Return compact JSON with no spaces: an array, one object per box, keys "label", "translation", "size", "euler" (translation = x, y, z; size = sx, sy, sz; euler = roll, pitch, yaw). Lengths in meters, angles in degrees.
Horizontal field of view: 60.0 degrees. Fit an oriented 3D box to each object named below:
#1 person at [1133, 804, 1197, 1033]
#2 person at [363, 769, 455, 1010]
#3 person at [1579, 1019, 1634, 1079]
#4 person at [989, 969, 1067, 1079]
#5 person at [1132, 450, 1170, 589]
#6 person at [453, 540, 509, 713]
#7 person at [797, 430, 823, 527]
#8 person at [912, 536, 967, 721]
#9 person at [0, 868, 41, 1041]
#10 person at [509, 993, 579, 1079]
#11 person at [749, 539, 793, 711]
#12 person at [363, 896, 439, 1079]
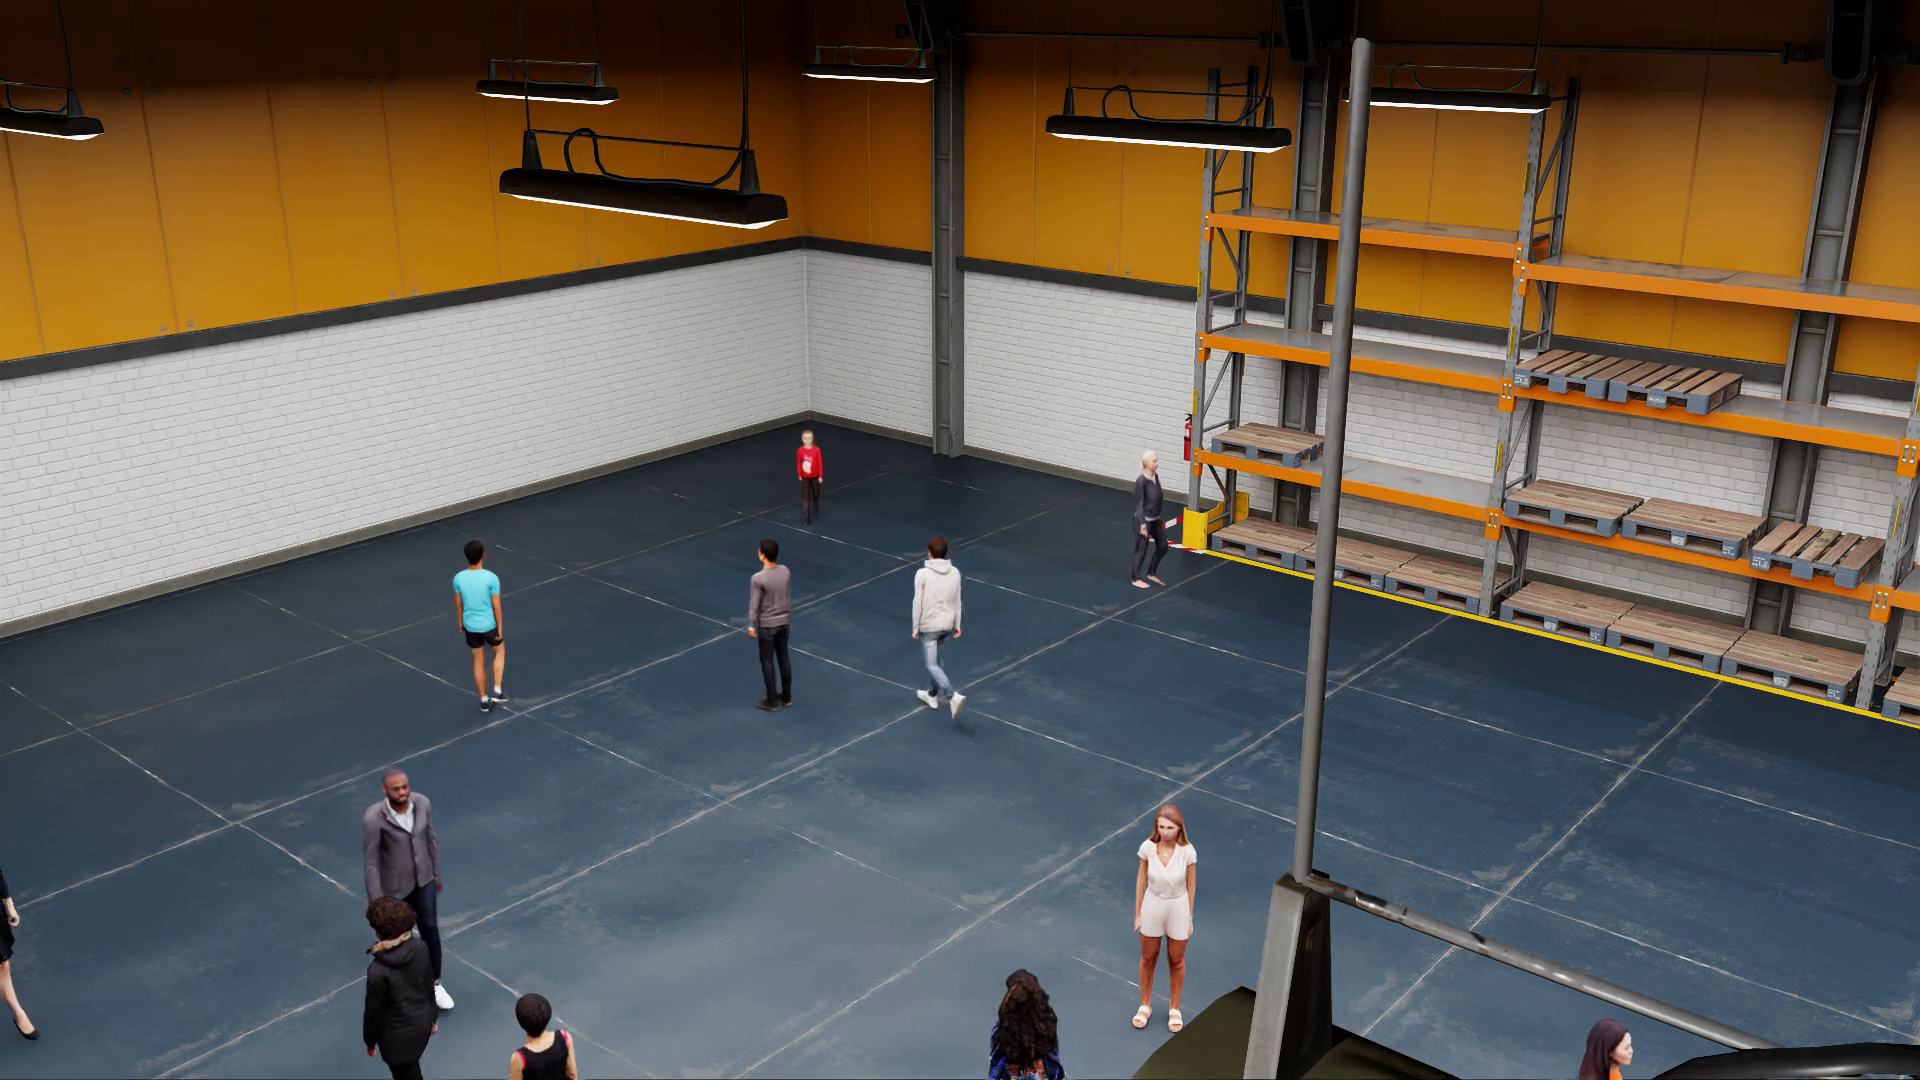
[{"label":"person","translation":[1.427,2.595,11.548],"size":[0.627,1.697,0.720],"euler":[4,19,12]},{"label":"person","translation":[-3.992,2.437,11.869],"size":[0.805,1.792,1.131],"euler":[-17,25,-40]},{"label":"person","translation":[3.369,3.397,9.154],"size":[1.129,1.706,0.770],"euler":[10,21,27]},{"label":"person","translation":[0.393,3.268,9.712],"size":[0.975,1.594,1.104],"euler":[-4,19,-13]},{"label":"person","translation":[2.194,-0.268,20.025],"size":[0.590,1.713,0.626],"euler":[15,23,37]},{"label":"person","translation":[-4.774,0.890,16.508],"size":[0.720,1.762,0.784],"euler":[-1,19,-3]},{"label":"person","translation":[-2.016,-0.874,22.522],"size":[0.825,1.267,0.863],"euler":[-1,19,-2]},{"label":"person","translation":[-0.196,0.888,16.403],"size":[0.873,1.834,1.202],"euler":[-12,22,-31]},{"label":"person","translation":[-6.801,2.620,11.457],"size":[1.193,1.707,0.857],"euler":[6,20,17]},{"label":"person","translation":[-2.362,3.337,9.603],"size":[0.629,1.533,0.884],"euler":[-16,24,-39]},{"label":"person","translation":[-1.865,0.843,16.645],"size":[0.666,1.764,0.576],"euler":[15,24,38]},{"label":"person","translation":[-3.341,3.027,10.185],"size":[1.202,1.749,0.810],"euler":[9,21,25]}]
